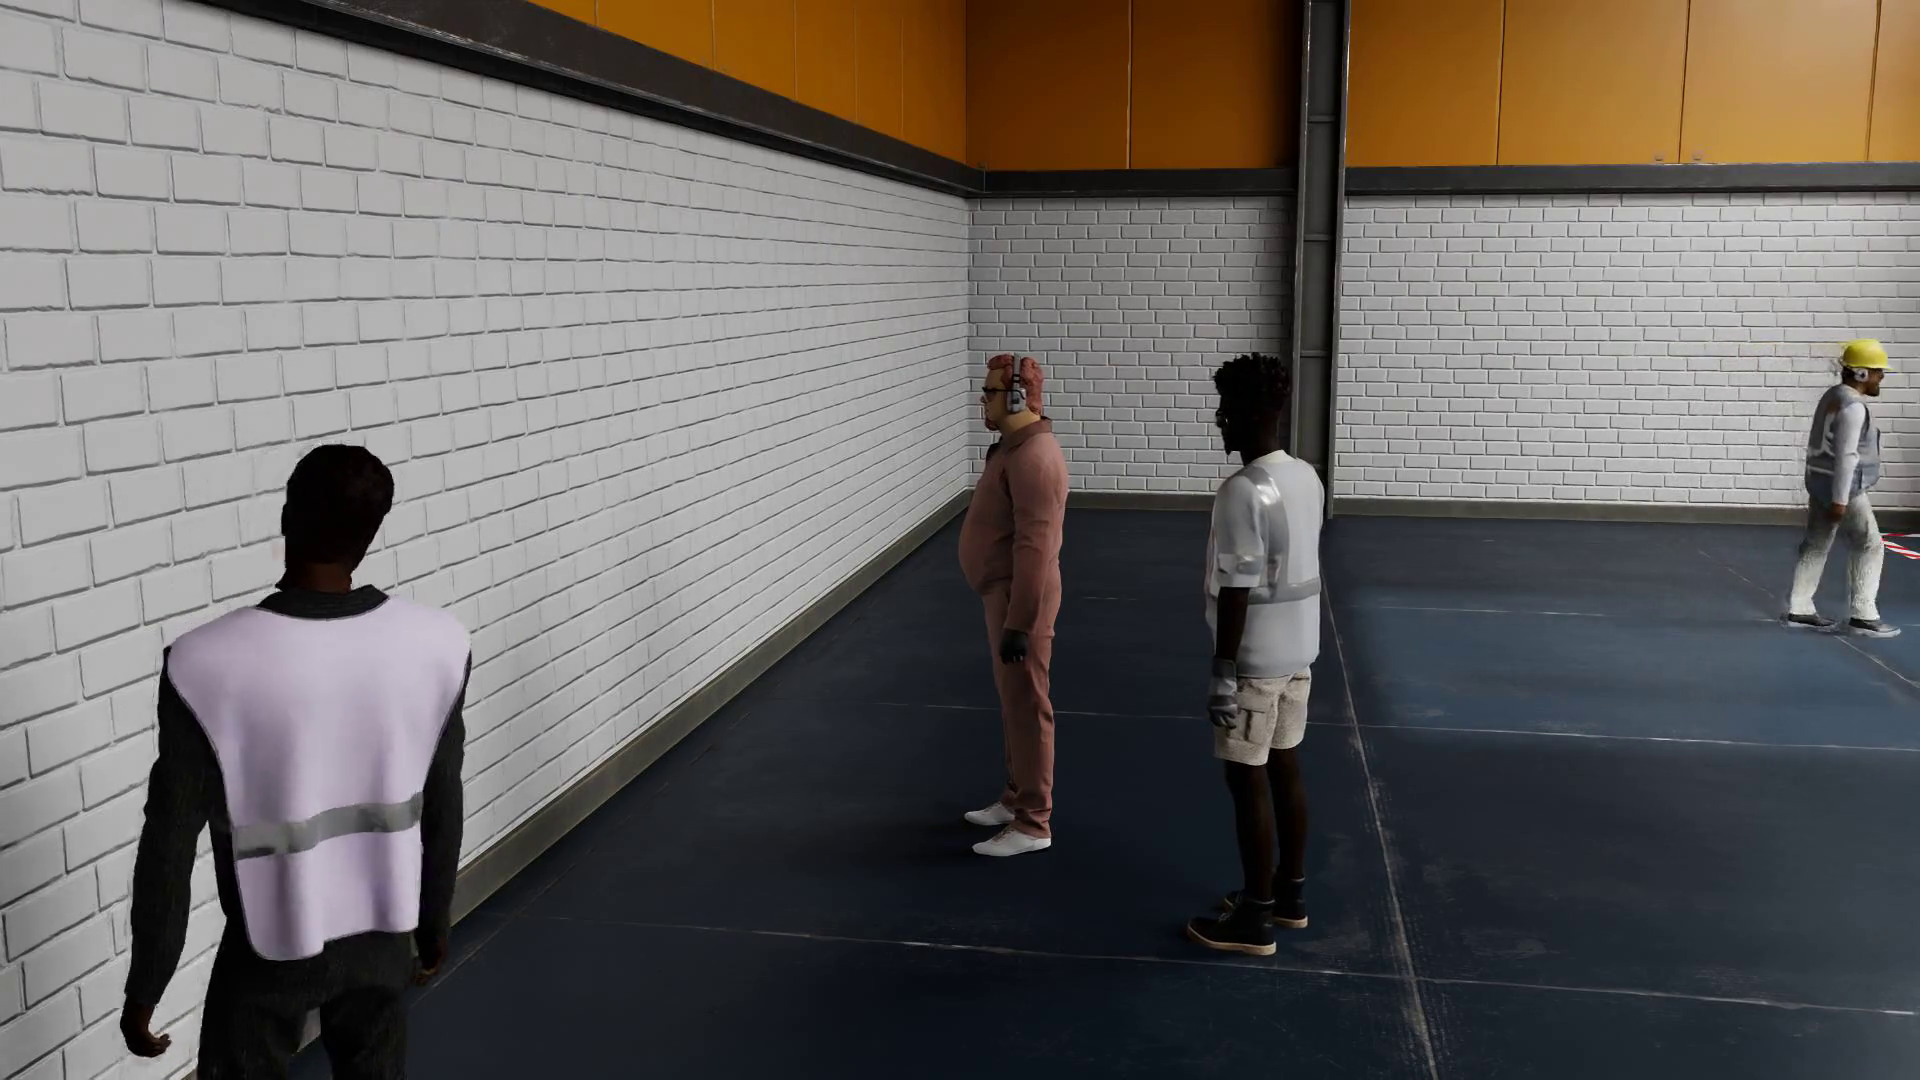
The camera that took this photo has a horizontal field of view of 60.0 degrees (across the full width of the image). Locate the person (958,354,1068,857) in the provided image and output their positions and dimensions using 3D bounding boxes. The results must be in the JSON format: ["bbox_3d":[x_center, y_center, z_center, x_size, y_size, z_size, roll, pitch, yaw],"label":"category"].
[{"bbox_3d":[0.198,0.246,6.375,0.408,1.908,0.641,0,9,-3],"label":"person"}]

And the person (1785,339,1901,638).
[{"bbox_3d":[5.486,-0.314,10.173,0.724,1.805,0.615,2,9,11],"label":"person"}]

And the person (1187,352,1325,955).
[{"bbox_3d":[0.984,0.368,5.471,0.372,1.959,0.608,6,11,34],"label":"person"}]

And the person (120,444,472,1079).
[{"bbox_3d":[-1.264,0.773,3.228,0.718,1.881,0.371,-9,13,-43],"label":"person"}]
